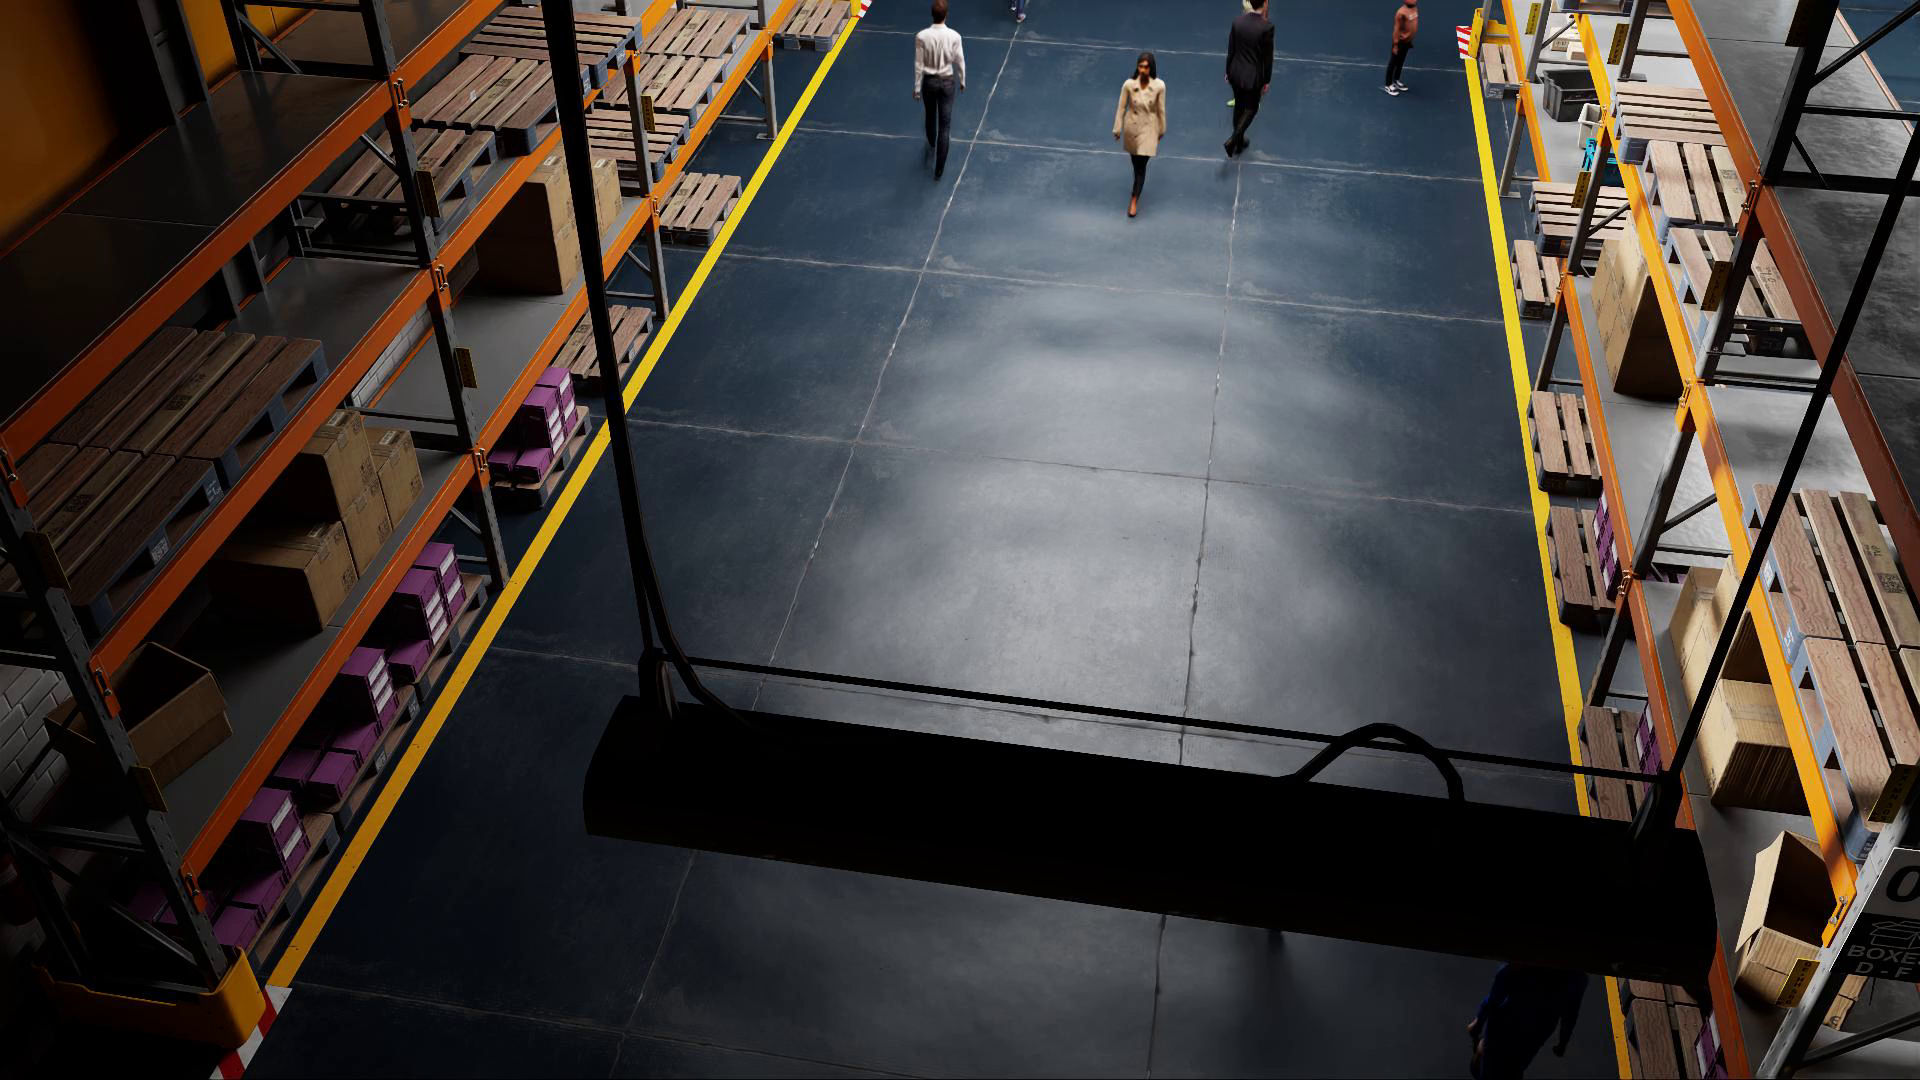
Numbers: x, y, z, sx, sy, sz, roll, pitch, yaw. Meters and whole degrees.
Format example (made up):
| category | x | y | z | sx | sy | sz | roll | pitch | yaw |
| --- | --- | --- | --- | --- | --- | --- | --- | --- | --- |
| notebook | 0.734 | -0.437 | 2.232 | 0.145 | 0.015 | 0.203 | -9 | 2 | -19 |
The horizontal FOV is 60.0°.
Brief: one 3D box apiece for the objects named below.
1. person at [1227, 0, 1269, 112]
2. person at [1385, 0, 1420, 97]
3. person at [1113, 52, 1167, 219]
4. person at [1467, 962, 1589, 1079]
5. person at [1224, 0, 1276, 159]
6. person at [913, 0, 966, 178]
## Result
| category | x | y | z | sx | sy | sz | roll | pitch | yaw |
| --- | --- | --- | --- | --- | --- | --- | --- | --- | --- |
| person | 3.347 | -5.740 | 18.984 | 0.704 | 1.754 | 0.599 | -13 | 40 | -16 |
| person | 5.206 | -5.896 | 19.579 | 0.581 | 1.254 | 0.658 | -28 | 47 | -31 |
| person | 1.877 | -4.251 | 17.214 | 0.736 | 1.635 | 1.079 | 9 | 40 | 12 |
| person | 2.885 | 2.506 | 8.638 | 0.775 | 1.779 | 1.180 | 0 | 39 | 0 |
| person | 3.061 | -4.990 | 17.952 | 0.940 | 1.868 | 1.113 | 20 | 43 | 23 |
| person | -0.224 | -4.769 | 17.706 | 0.793 | 1.831 | 1.193 | 1 | 39 | 2 |
